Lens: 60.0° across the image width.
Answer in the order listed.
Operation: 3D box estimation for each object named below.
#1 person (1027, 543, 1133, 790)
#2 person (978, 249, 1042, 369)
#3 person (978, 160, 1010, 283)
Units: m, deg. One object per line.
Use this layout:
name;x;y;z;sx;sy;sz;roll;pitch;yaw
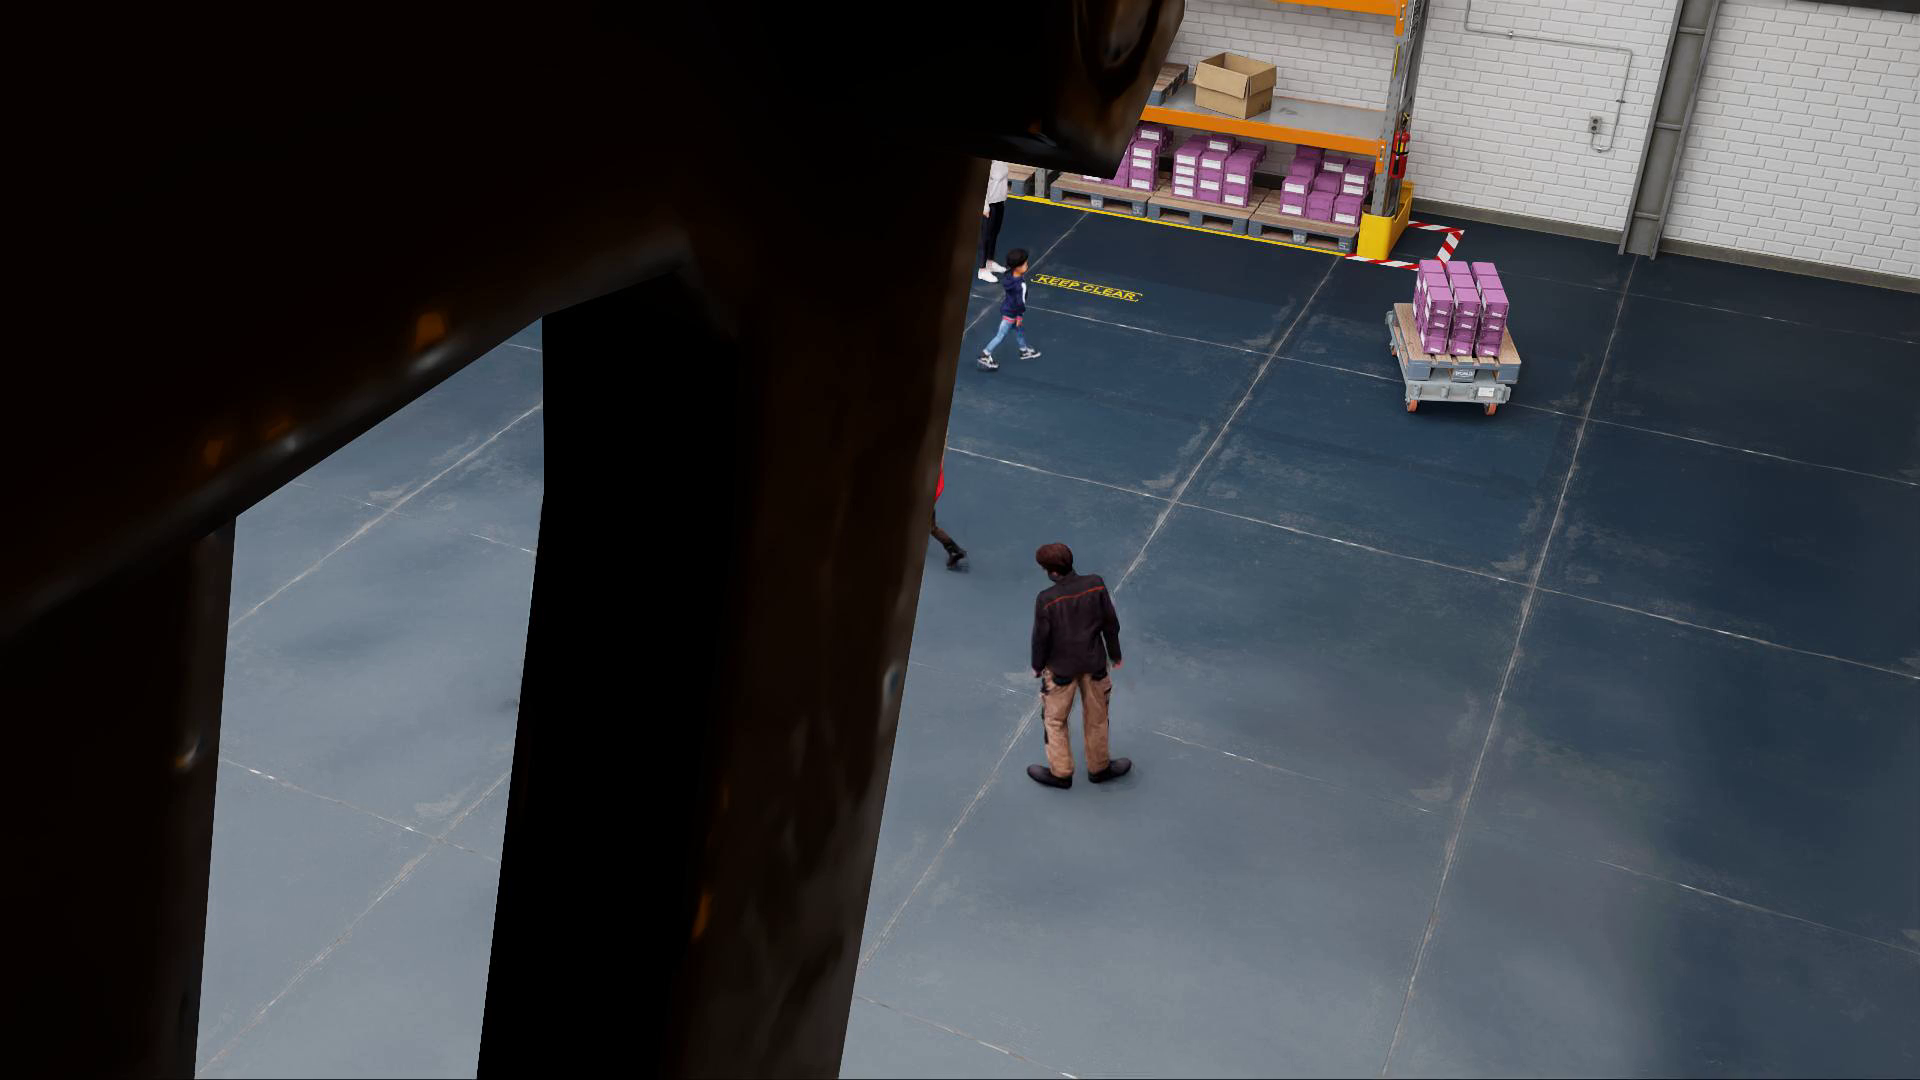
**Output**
person;0.819;0.830;10.809;0.867;1.892;0.978;-1;34;-1
person;0.446;-2.214;16.020;0.944;1.192;0.831;-6;34;-9
person;0.332;-3.597;17.644;0.544;1.698;0.612;14;36;20
